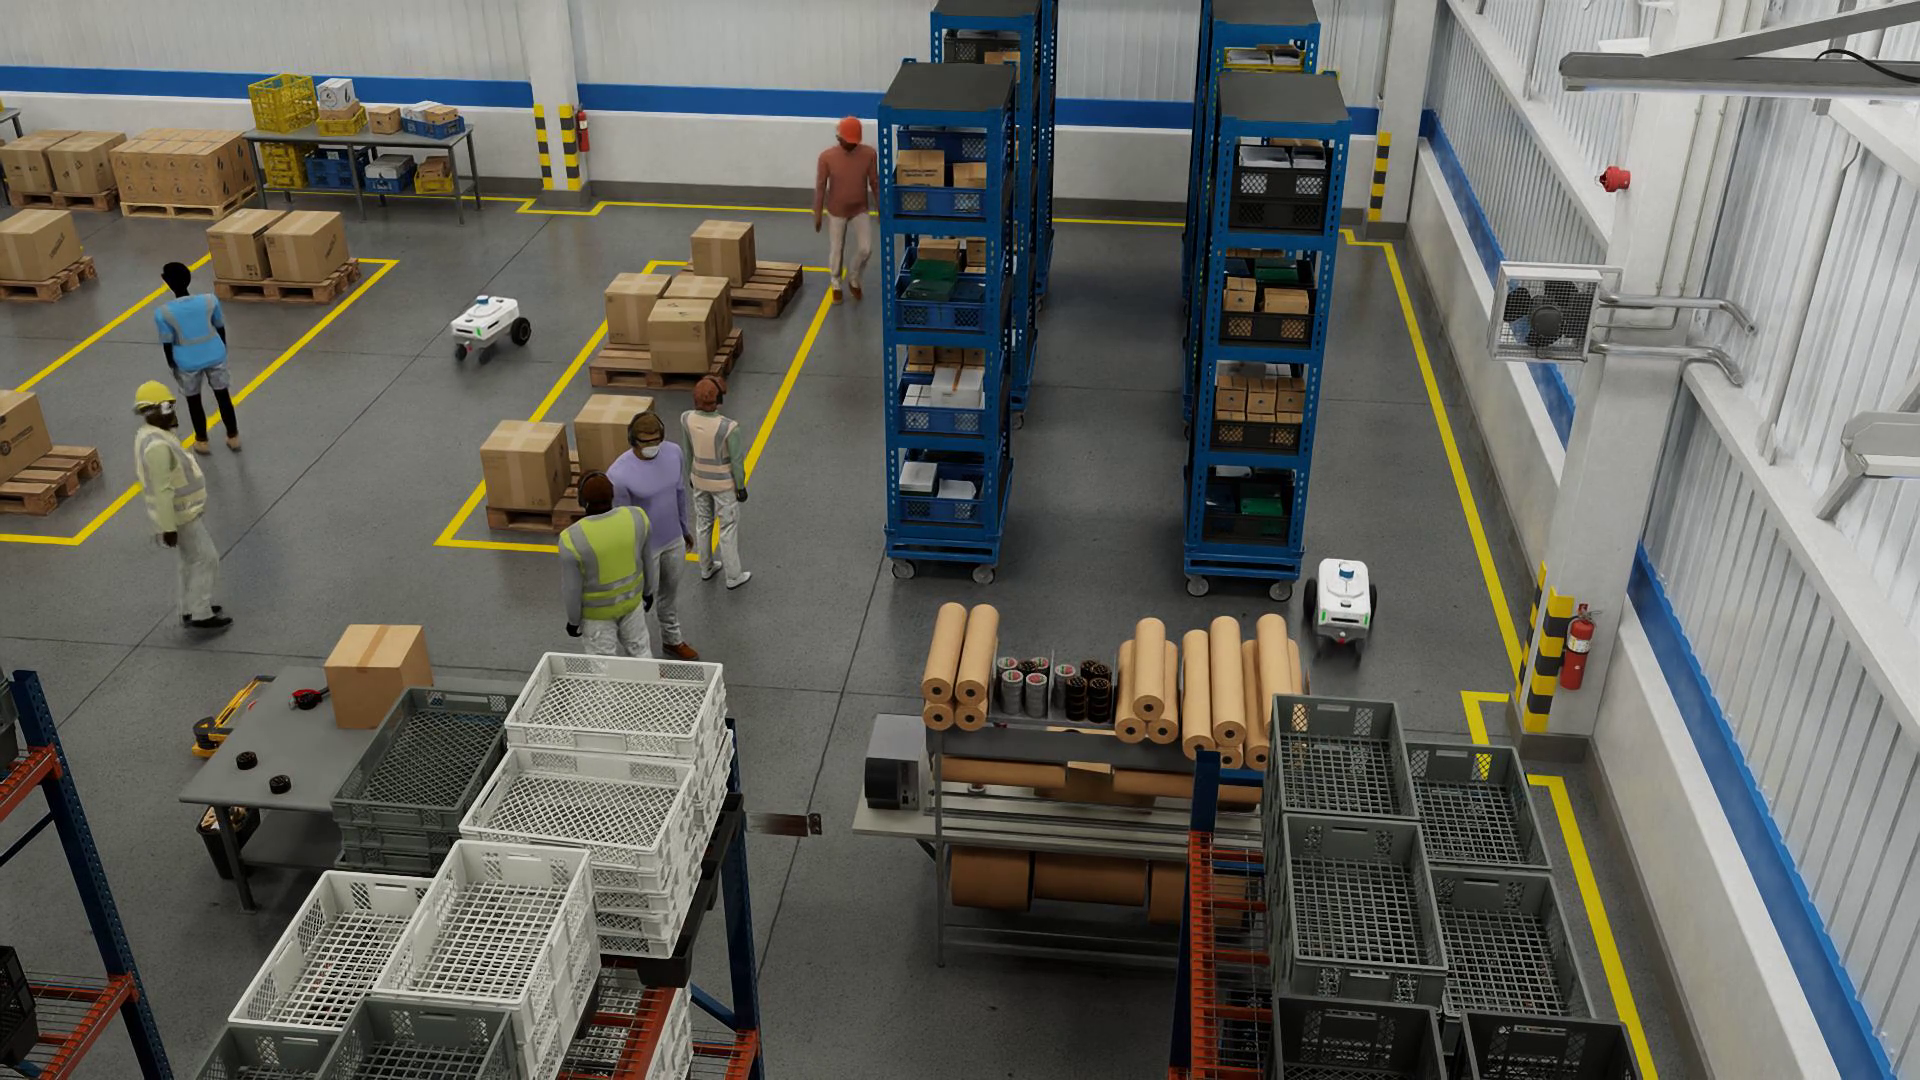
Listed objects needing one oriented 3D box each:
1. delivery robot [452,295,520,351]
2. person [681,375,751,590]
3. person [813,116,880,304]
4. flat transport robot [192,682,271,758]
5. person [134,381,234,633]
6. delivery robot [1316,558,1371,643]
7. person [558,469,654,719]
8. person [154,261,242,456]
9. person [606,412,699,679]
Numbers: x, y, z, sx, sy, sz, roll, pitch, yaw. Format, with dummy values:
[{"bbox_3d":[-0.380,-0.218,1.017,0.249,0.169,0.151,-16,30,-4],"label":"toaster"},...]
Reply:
[{"bbox_3d":[-4.524,-2.092,15.869,0.477,0.478,0.707,10,32,17],"label":"delivery robot"},{"bbox_3d":[-1.765,-0.410,12.007,0.514,1.634,0.313,16,34,25],"label":"person"},{"bbox_3d":[-1.113,-3.297,16.649,0.748,1.948,0.562,-8,31,-13],"label":"person"},{"bbox_3d":[-4.089,1.163,10.648,1.431,0.197,0.652,3,30,6],"label":"flat transport robot"},{"bbox_3d":[-5.414,-0.215,11.538,0.405,1.768,0.671,-17,34,-26],"label":"person"},{"bbox_3d":[2.672,0.399,11.591,0.477,0.478,0.707,5,31,9],"label":"delivery robot"},{"bbox_3d":[-2.202,0.389,10.427,0.636,1.842,0.429,-23,37,-34],"label":"person"},{"bbox_3d":[-6.321,-1.504,13.819,0.546,1.695,0.355,-21,36,-31],"label":"person"},{"bbox_3d":[-2.018,0.020,10.968,0.350,1.936,0.635,22,37,33],"label":"person"}]
